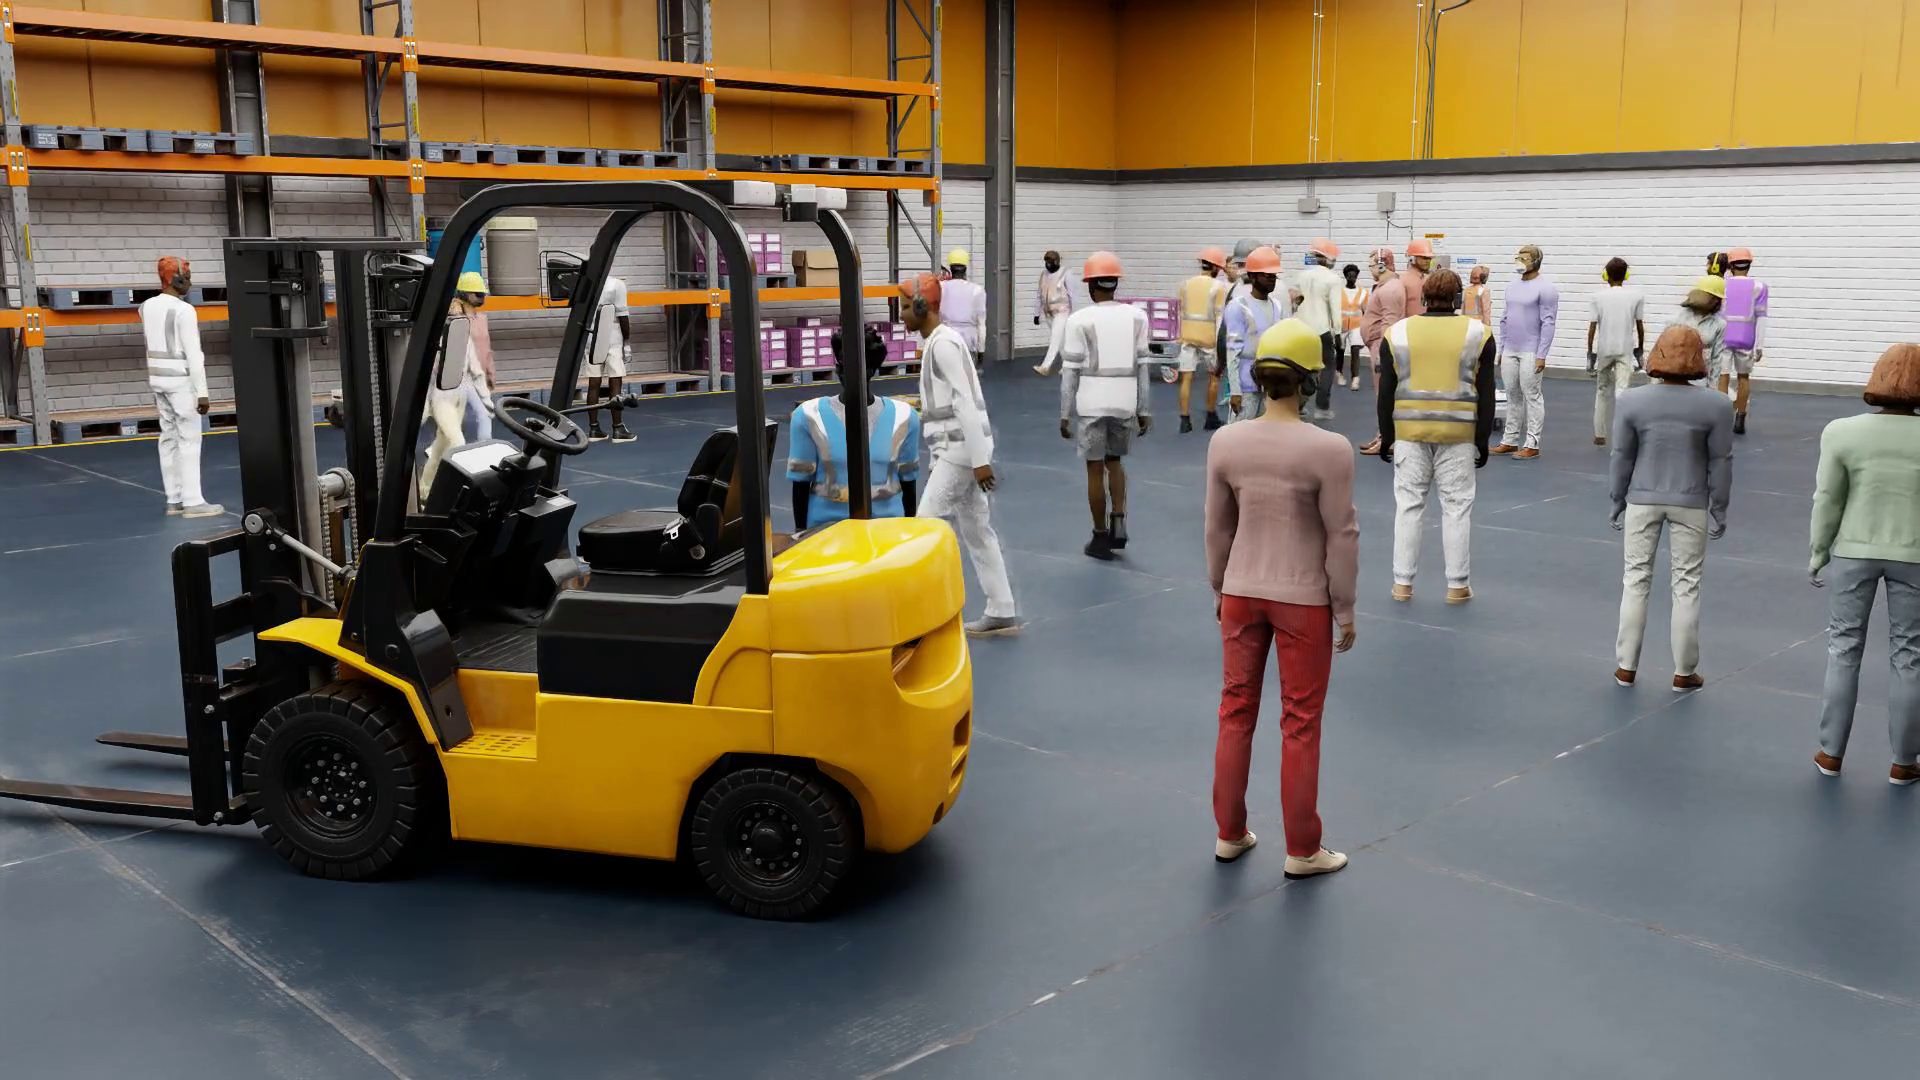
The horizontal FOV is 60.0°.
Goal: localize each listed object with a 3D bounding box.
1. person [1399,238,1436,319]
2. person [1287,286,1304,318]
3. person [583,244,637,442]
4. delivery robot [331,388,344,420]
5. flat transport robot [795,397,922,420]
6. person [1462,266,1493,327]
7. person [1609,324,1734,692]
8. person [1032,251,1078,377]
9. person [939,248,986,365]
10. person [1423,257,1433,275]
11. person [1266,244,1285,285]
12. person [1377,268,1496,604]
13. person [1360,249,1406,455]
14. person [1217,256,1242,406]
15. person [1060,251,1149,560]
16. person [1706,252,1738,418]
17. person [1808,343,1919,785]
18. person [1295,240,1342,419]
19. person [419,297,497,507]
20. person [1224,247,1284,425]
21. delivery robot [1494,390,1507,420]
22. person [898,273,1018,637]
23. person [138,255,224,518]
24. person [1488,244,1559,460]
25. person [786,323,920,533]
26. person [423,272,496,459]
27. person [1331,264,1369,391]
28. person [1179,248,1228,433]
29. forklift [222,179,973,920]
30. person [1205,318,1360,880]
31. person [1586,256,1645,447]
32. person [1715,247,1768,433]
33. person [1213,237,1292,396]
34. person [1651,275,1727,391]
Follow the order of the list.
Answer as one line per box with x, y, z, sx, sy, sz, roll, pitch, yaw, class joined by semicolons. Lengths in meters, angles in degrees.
4.636;-2.065;16.931;0.632;1.988;0.417;-9;14;-42;person
2.619;-1.317;13.927;0.549;1.606;0.561;-4;11;-21;person
-3.475;-1.934;16.292;0.609;1.966;0.364;4;11;22;person
-6.206;-1.493;17.482;0.707;0.478;0.477;-9;14;-42;delivery robot
-1.056;-1.443;18.242;1.431;0.197;0.652;2;11;9;flat transport robot
6.511;-2.630;20.980;0.306;1.639;0.524;-3;11;-17;person
3.153;-0.140;7.409;0.506;1.636;0.278;6;12;28;person
1.348;-3.253;23.979;0.965;1.788;0.644;-10;14;-43;person
-0.029;-1.990;16.797;0.592;1.900;0.813;-3;11;-15;person
5.967;-2.800;21.425;0.930;1.811;0.529;-10;14;-42;person
4.191;-3.043;22.513;0.399;1.905;0.642;-6;12;-30;person
2.619;-0.566;9.178;0.624;1.844;0.430;4;11;21;person
3.896;-1.734;15.390;0.399;1.899;0.642;3;11;15;person
3.190;-2.420;19.469;0.595;1.788;0.809;4;11;21;person
0.893;-0.835;10.410;0.559;1.920;0.415;-3;11;-17;person
8.113;-2.135;17.704;0.528;1.852;0.622;-7;13;-34;person
3.428;0.089;6.168;0.508;1.632;0.265;6;12;31;person
3.954;-2.305;18.332;0.519;1.969;0.615;-8;13;-36;person
-3.656;-0.954;11.986;0.852;1.582;0.507;3;11;18;person
2.110;-1.096;11.800;0.542;1.939;0.369;-8;13;-38;person
5.311;-1.398;16.964;0.707;0.478;0.477;-3;11;-15;delivery robot
-0.046;-0.396;8.312;0.741;1.816;0.608;0;10;2;person
-5.600;-1.094;11.959;0.577;1.881;0.386;6;12;31;person
5.112;-1.697;15.080;0.372;1.940;0.631;-5;11;-23;person
-0.405;0.005;6.455;0.530;1.696;0.322;-3;11;-14;person
-4.134;-1.362;13.836;0.848;1.734;0.534;2;11;12;person
5.121;-2.815;21.969;0.537;1.655;0.846;2;11;9;person
2.543;-2.057;17.180;0.532;1.884;0.791;6;12;30;person
-1.114;-0.058;5.440;2.313;2.155;1.214;2;11;13;forklift
1.018;0.189;5.267;0.525;1.767;0.320;8;13;38;person
6.172;-1.747;15.662;0.528;1.834;0.927;4;11;21;person
7.859;-2.011;16.894;0.544;1.897;0.705;4;11;20;person
2.363;-1.511;13.781;0.576;2.000;0.705;-5;12;-27;person
5.826;-1.265;13.332;0.541;1.704;0.435;1;10;4;person
